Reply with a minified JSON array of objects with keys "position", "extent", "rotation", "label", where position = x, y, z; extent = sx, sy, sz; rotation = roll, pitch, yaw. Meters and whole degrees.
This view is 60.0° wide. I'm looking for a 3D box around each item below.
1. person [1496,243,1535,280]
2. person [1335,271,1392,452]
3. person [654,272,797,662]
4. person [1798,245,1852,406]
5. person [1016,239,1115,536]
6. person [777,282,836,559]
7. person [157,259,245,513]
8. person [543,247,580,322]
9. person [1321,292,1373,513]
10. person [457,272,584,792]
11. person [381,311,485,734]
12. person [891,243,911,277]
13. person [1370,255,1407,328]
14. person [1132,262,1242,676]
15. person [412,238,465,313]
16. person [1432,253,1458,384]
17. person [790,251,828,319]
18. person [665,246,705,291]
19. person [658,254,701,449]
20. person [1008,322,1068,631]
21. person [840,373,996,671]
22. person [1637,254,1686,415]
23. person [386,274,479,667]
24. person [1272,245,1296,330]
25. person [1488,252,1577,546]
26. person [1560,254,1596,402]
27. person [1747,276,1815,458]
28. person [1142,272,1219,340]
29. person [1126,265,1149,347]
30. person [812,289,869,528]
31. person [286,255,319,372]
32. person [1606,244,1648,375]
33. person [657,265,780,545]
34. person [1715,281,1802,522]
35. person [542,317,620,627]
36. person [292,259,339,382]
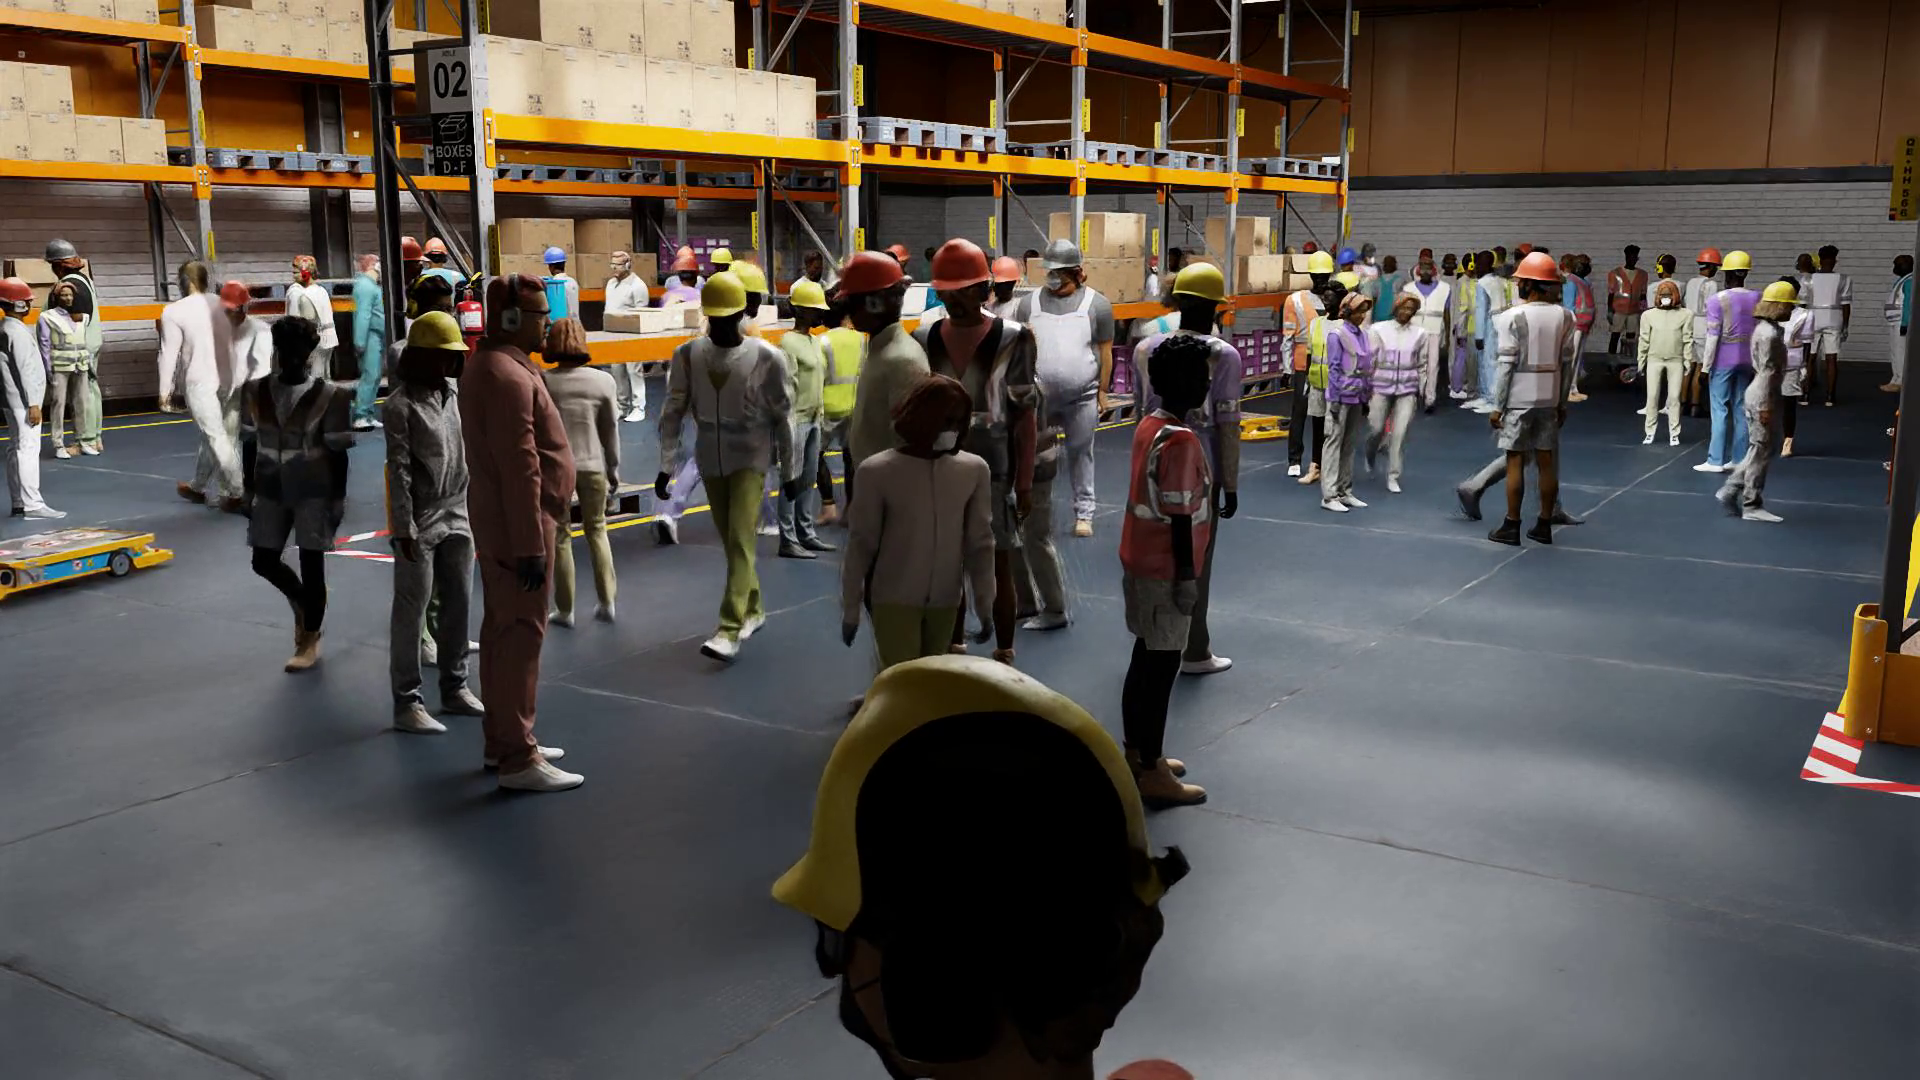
[{"position":[7.962,-3.312,24.145],"extent":[0.716,1.985,0.963],"rotation":[7,13,36],"label":"person"},{"position":[3.773,-1.658,15.641],"extent":[0.623,1.732,0.539],"rotation":[-2,10,-9],"label":"person"},{"position":[-1.143,-0.356,8.096],"extent":[0.594,1.863,1.021],"rotation":[3,11,18],"label":"person"},{"position":[10.577,-2.622,20.394],"extent":[0.601,1.956,0.373],"rotation":[5,11,26],"label":"person"},{"position":[0.687,-1.034,11.358],"extent":[0.689,2.000,0.538],"rotation":[2,10,13],"label":"person"},{"position":[-0.985,-0.761,10.640],"extent":[0.339,1.761,0.524],"rotation":[4,11,19],"label":"person"},{"position":[-5.669,-1.152,12.483],"extent":[1.052,1.883,0.649],"rotation":[6,12,30],"label":"person"},{"position":[-4.376,-2.240,18.312],"extent":[0.402,1.944,0.605],"rotation":[2,10,11],"label":"person"},{"position":[2.905,-1.036,12.484],"extent":[0.312,1.639,0.512],"rotation":[9,14,41],"label":"person"},{"position":[-1.620,-0.030,6.175],"extent":[0.402,1.904,0.651],"rotation":[-4,11,-23],"label":"person"},{"position":[-2.156,-0.075,6.904],"extent":[0.321,1.738,0.487],"rotation":[5,11,26],"label":"person"},{"position":[-0.784,-2.981,22.334],"extent":[0.406,1.986,0.642],"rotation":[2,10,13],"label":"person"},{"position":[6.184,-3.206,24.050],"extent":[0.531,1.821,0.762],"rotation":[5,12,27],"label":"person"},{"position":[1.069,-0.327,7.789],"extent":[0.584,1.919,0.388],"rotation":[9,13,40],"label":"person"},{"position":[-5.776,-2.320,18.476],"extent":[0.605,2.045,0.377],"rotation":[-5,11,-27],"label":"person"},{"position":[6.845,-3.109,23.426],"extent":[0.504,1.840,0.341],"rotation":[2,10,10],"label":"person"},{"position":[-1.624,-2.198,18.192],"extent":[0.410,1.906,0.601],"rotation":[6,12,31],"label":"person"},{"position":[-3.354,-2.644,20.554],"extent":[0.545,1.943,0.347],"rotation":[2,10,12],"label":"person"},{"position":[-2.632,-1.758,15.806],"extent":[0.556,1.899,0.819],"rotation":[2,10,12],"label":"person"},{"position":[0.356,-0.313,8.549],"extent":[0.487,1.606,0.531],"rotation":[-3,11,-15],"label":"person"},{"position":[-0.134,0.227,5.623],"extent":[0.504,1.587,0.758],"rotation":[-6,12,-31],"label":"person"},{"position":[8.135,-2.364,19.242],"extent":[0.509,1.860,0.333],"rotation":[-2,10,-9],"label":"person"},{"position":[-2.522,-0.333,7.969],"extent":[0.327,1.865,0.517],"rotation":[1,10,8],"label":"person"},{"position":[5.086,-3.579,25.745],"extent":[0.632,1.939,0.361],"rotation":[-9,13,-40],"label":"person"},{"position":[3.786,-0.930,11.054],"extent":[0.551,1.941,0.340],"rotation":[-2,10,-13],"label":"person"},{"position":[7.779,-2.672,20.982],"extent":[0.429,1.846,0.633],"rotation":[7,12,34],"label":"person"},{"position":[7.672,-1.618,15.559],"extent":[0.532,1.693,0.319],"rotation":[8,13,39],"label":"person"},{"position":[1.503,-0.868,11.096],"extent":[0.592,1.807,0.659],"rotation":[4,11,23],"label":"person"},{"position":[3.236,-4.410,30.535],"extent":[0.610,1.871,0.658],"rotation":[-3,11,-15],"label":"person"},{"position":[-0.856,-0.907,11.632],"extent":[0.548,1.690,0.379],"rotation":[-8,13,-39],"label":"person"},{"position":[-6.653,-1.946,16.887],"extent":[0.354,1.875,0.584],"rotation":[-1,10,-6],"label":"person"},{"position":[10.029,-3.456,25.026],"extent":[0.599,1.958,0.377],"rotation":[0,10,1],"label":"person"},{"position":[-1.598,-0.885,11.115],"extent":[0.605,1.885,1.028],"rotation":[9,14,41],"label":"person"},{"position":[5.757,-0.995,12.010],"extent":[0.472,1.730,0.498],"rotation":[5,12,27],"label":"person"},{"position":[-2.049,-0.348,8.712],"extent":[0.520,1.629,0.347],"rotation":[-6,12,-30],"label":"person"},{"position":[-6.509,-1.921,16.853],"extent":[0.382,1.835,0.564],"rotation":[-1,10,-5],"label":"person"}]
